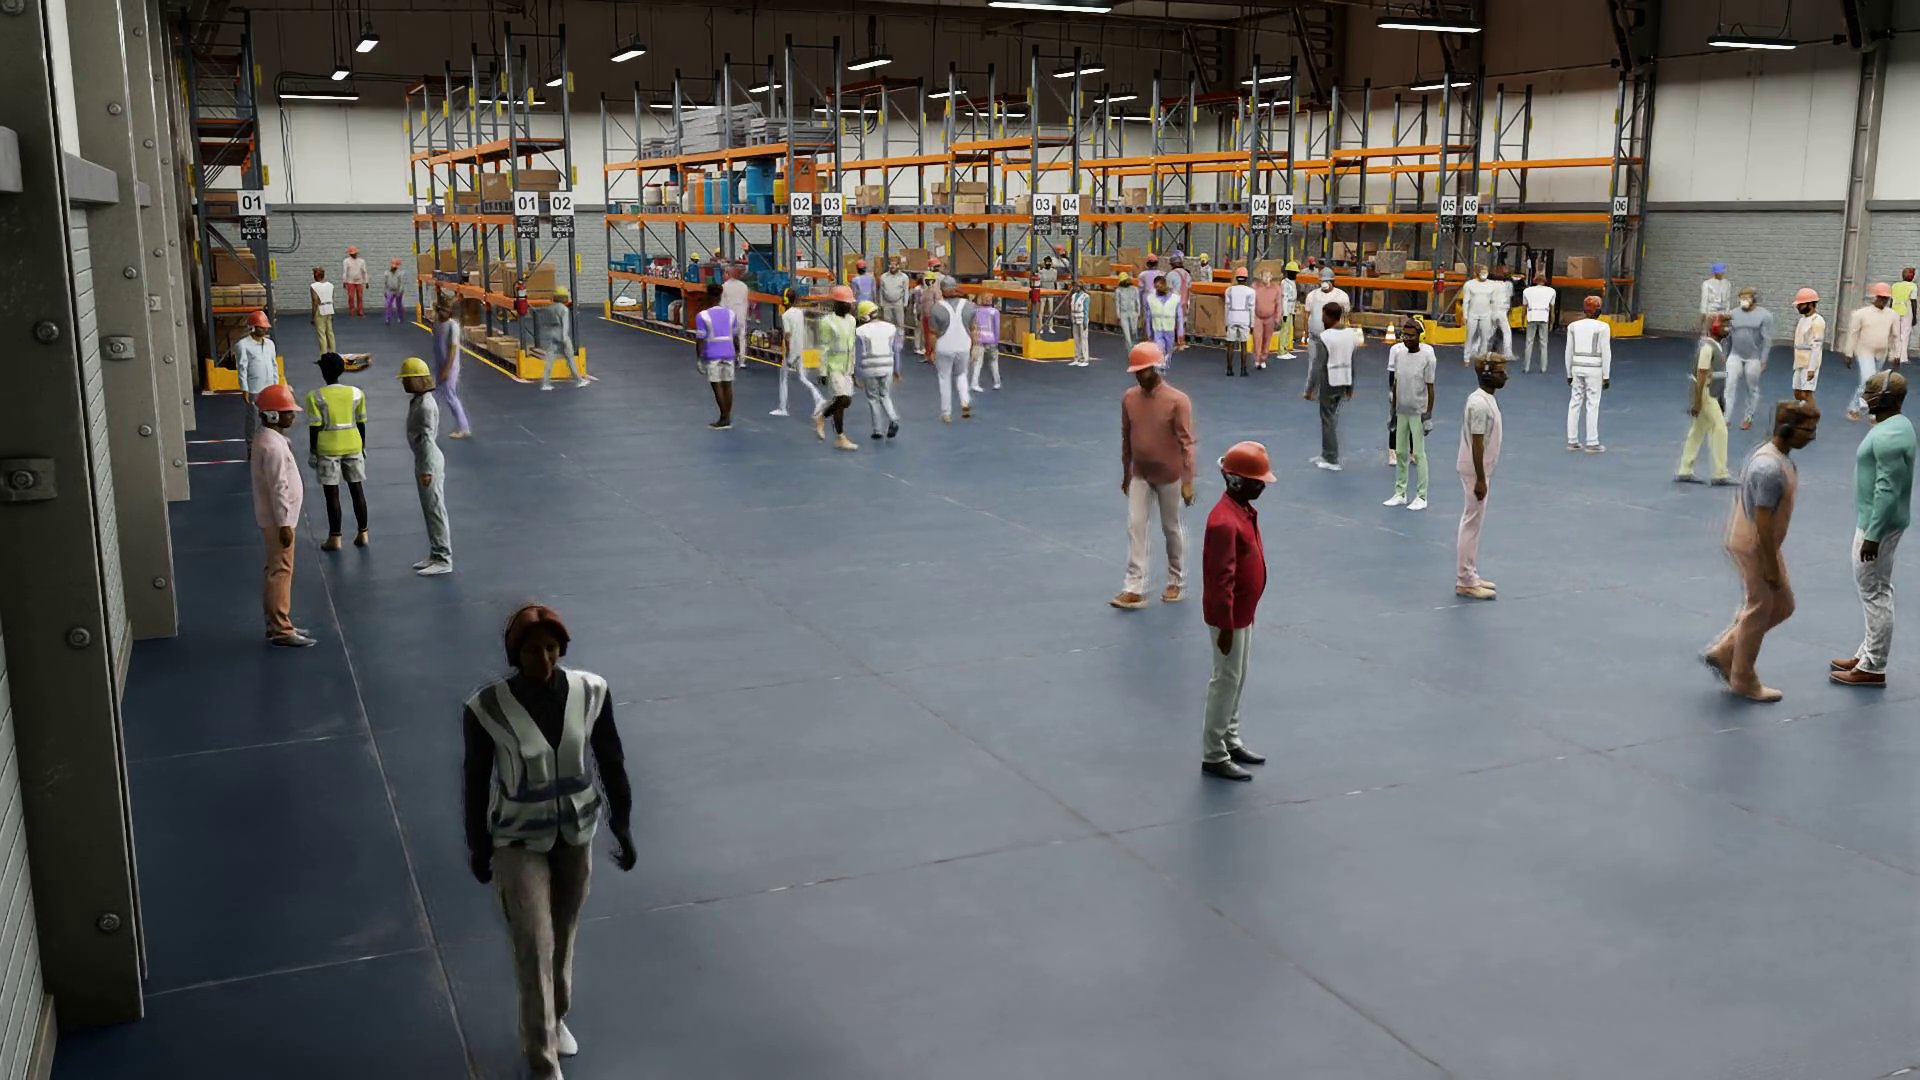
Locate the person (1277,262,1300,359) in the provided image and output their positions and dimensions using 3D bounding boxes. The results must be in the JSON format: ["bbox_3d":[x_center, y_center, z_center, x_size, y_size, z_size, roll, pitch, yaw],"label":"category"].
[{"bbox_3d":[6.506,-4.533,32.895,0.394,1.919,0.582,5,12,24],"label":"person"}]

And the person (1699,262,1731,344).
[{"bbox_3d":[14.586,-4.395,32.118,0.619,1.944,0.407,-2,11,-12],"label":"person"}]

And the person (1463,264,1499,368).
[{"bbox_3d":[9.691,-4.163,31.008,0.645,1.927,0.389,2,11,8],"label":"person"}]

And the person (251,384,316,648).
[{"bbox_3d":[-4.518,-0.164,11.096,0.343,1.749,0.573,-6,13,-28],"label":"person"}]

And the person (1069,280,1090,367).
[{"bbox_3d":[2.267,-4.085,31.342,0.313,1.632,0.516,-7,13,-30],"label":"person"}]

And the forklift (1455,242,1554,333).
[{"bbox_3d":[13.047,-6.049,39.881,2.313,2.155,1.214,-5,12,-23],"label":"forklift"}]

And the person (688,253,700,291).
[{"bbox_3d":[-7.482,-7.219,46.948,0.340,1.757,0.518,8,14,34],"label":"person"}]

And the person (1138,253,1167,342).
[{"bbox_3d":[4.029,-4.969,34.792,0.608,2.037,0.405,2,11,12],"label":"person"}]

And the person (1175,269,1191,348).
[{"bbox_3d":[4.752,-4.934,35.511,0.319,1.689,0.539,-2,11,-11],"label":"person"}]

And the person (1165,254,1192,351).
[{"bbox_3d":[4.475,-4.958,34.726,0.685,2.000,0.535,-10,15,-41],"label":"person"}]

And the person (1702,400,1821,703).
[{"bbox_3d":[4.705,0.078,9.712,0.458,1.811,0.562,7,13,33],"label":"person"}]

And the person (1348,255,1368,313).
[{"bbox_3d":[9.994,-6.225,41.702,0.401,1.843,0.548,-5,12,-25],"label":"person"}]

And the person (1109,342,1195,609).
[{"bbox_3d":[1.390,-0.462,12.120,0.682,1.945,0.846,8,14,37],"label":"person"}]

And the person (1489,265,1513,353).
[{"bbox_3d":[10.892,-4.617,33.513,0.832,1.844,0.514,-9,14,-39],"label":"person"}]

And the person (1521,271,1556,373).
[{"bbox_3d":[10.399,-3.912,29.945,0.561,1.836,0.394,3,12,15],"label":"person"}]

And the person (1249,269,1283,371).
[{"bbox_3d":[5.594,-4.040,30.568,0.650,1.846,1.009,0,11,2],"label":"person"}]

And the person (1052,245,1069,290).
[{"bbox_3d":[2.736,-7.226,46.394,0.608,2.002,0.991,-5,12,-25],"label":"person"}]

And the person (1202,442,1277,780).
[{"bbox_3d":[1.421,0.357,8.496,0.353,1.737,0.575,4,12,19],"label":"person"}]

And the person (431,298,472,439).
[{"bbox_3d":[-6.631,-2.161,21.151,0.596,1.791,0.665,9,15,40],"label":"person"}]

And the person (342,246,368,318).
[{"bbox_3d":[-16.669,-7.110,45.833,0.660,1.978,0.440,-7,13,-32],"label":"person"}]

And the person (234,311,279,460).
[{"bbox_3d":[-8.150,-1.791,19.393,0.351,1.743,0.564,5,12,23],"label":"person"}]

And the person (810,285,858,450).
[{"bbox_3d":[-1.547,-2.117,20.363,0.707,2.018,0.613,8,14,35],"label":"person"}]

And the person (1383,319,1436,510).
[{"bbox_3d":[4.395,-1.221,16.211,0.325,1.862,0.508,-8,13,-34],"label":"person"}]

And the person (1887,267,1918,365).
[{"bbox_3d":[17.943,-4.257,31.658,0.389,1.847,0.563,-4,12,-19],"label":"person"}]

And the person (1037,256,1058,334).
[{"bbox_3d":[2.088,-5.870,39.840,0.504,1.861,0.330,-2,11,-11],"label":"person"}]

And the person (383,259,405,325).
[{"bbox_3d":[-14.704,-6.453,43.233,0.568,1.702,0.884,-1,11,-5],"label":"person"}]

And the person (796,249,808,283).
[{"bbox_3d":[-5.050,-8.276,52.369,0.574,1.737,0.354,-2,11,-11],"label":"person"}]

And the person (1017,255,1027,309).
[{"bbox_3d":[1.844,-7.676,49.620,0.306,1.625,0.500,4,12,20],"label":"person"}]

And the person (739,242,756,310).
[{"bbox_3d":[-6.300,-7.862,49.528,0.609,2.031,0.409,3,11,14],"label":"person"}]

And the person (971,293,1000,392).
[{"bbox_3d":[0.425,-3.197,26.919,0.519,1.589,0.811,7,13,30],"label":"person"}]

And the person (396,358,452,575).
[{"bbox_3d":[-4.298,-0.592,13.325,0.332,1.736,0.488,-5,12,-25],"label":"person"}]

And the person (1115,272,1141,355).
[{"bbox_3d":[3.346,-4.490,33.176,0.518,1.707,0.352,1,11,4],"label":"person"}]

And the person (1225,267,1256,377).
[{"bbox_3d":[4.950,-3.850,29.407,0.539,1.929,0.404,4,12,18],"label":"person"}]

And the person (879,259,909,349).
[{"bbox_3d":[-1.410,-5.003,35.286,0.643,1.913,0.408,2,11,12],"label":"person"}]
